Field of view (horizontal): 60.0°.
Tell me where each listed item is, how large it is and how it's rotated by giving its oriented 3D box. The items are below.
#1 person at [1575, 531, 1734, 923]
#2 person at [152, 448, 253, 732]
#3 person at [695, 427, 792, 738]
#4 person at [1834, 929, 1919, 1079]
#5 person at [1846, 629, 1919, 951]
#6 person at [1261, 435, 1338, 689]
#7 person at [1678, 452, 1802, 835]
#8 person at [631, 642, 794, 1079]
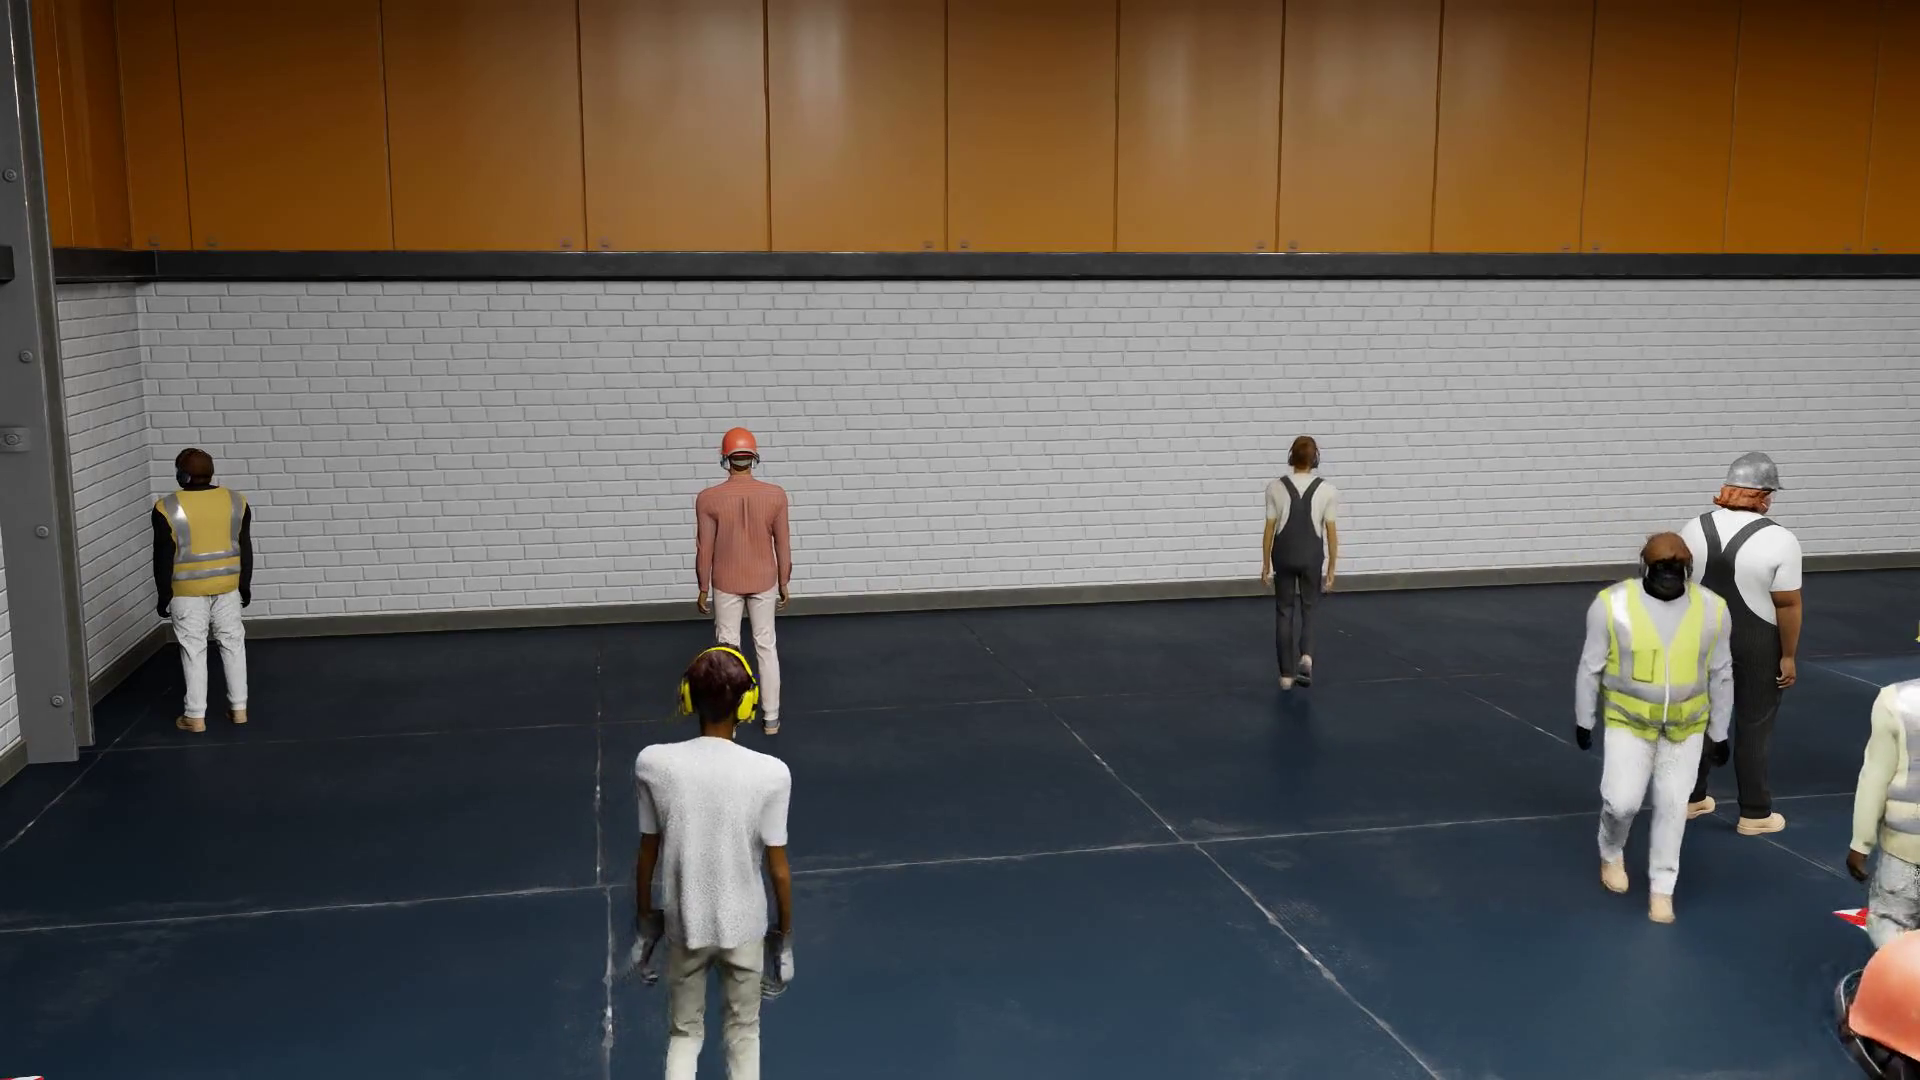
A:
[{"bbox_3d":[3.199,0.845,7.691,0.667,1.823,0.465,2,9,11],"label":"person"},{"bbox_3d":[-4.926,0.318,10.832,0.429,1.846,0.633,9,13,42],"label":"person"},{"bbox_3d":[-1.385,0.276,10.639,0.622,1.992,0.386,-3,10,-20],"label":"person"},{"bbox_3d":[1.411,1.563,2.699,0.630,2.030,0.689,-5,11,-28],"label":"person"},{"bbox_3d":[3.601,1.117,6.070,0.620,1.805,0.583,2,9,9],"label":"person"},{"bbox_3d":[2.393,0.179,11.760,0.515,1.832,0.478,2,9,11],"label":"person"},{"bbox_3d":[4.190,0.535,8.918,0.538,2.000,0.690,-7,12,-36],"label":"person"},{"bbox_3d":[-0.780,1.243,5.185,0.535,1.851,0.584,1,9,3],"label":"person"}]
